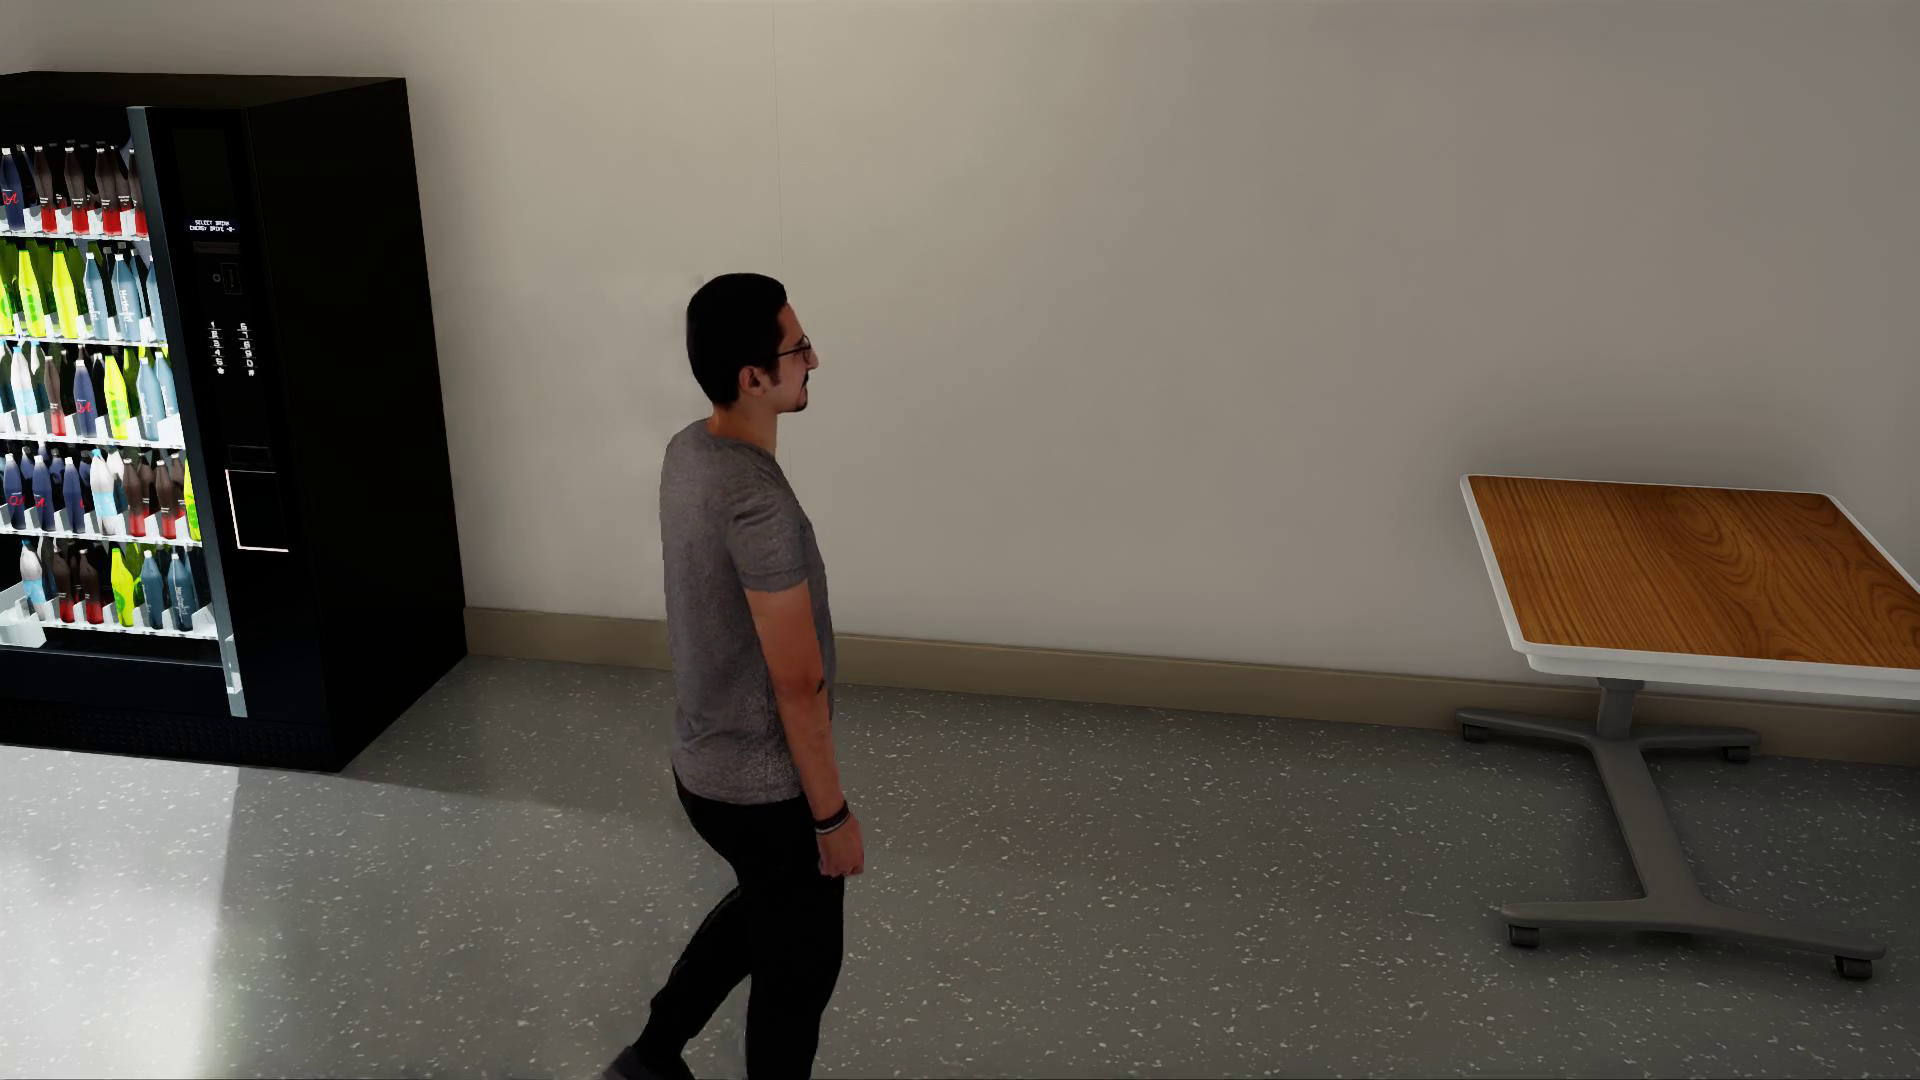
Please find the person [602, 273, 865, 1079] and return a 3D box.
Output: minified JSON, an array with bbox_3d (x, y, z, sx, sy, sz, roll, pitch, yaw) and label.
[{"bbox_3d":[-0.426,0.414,2.896,0.885,1.739,0.807,-8,22,-20],"label":"person"}]
